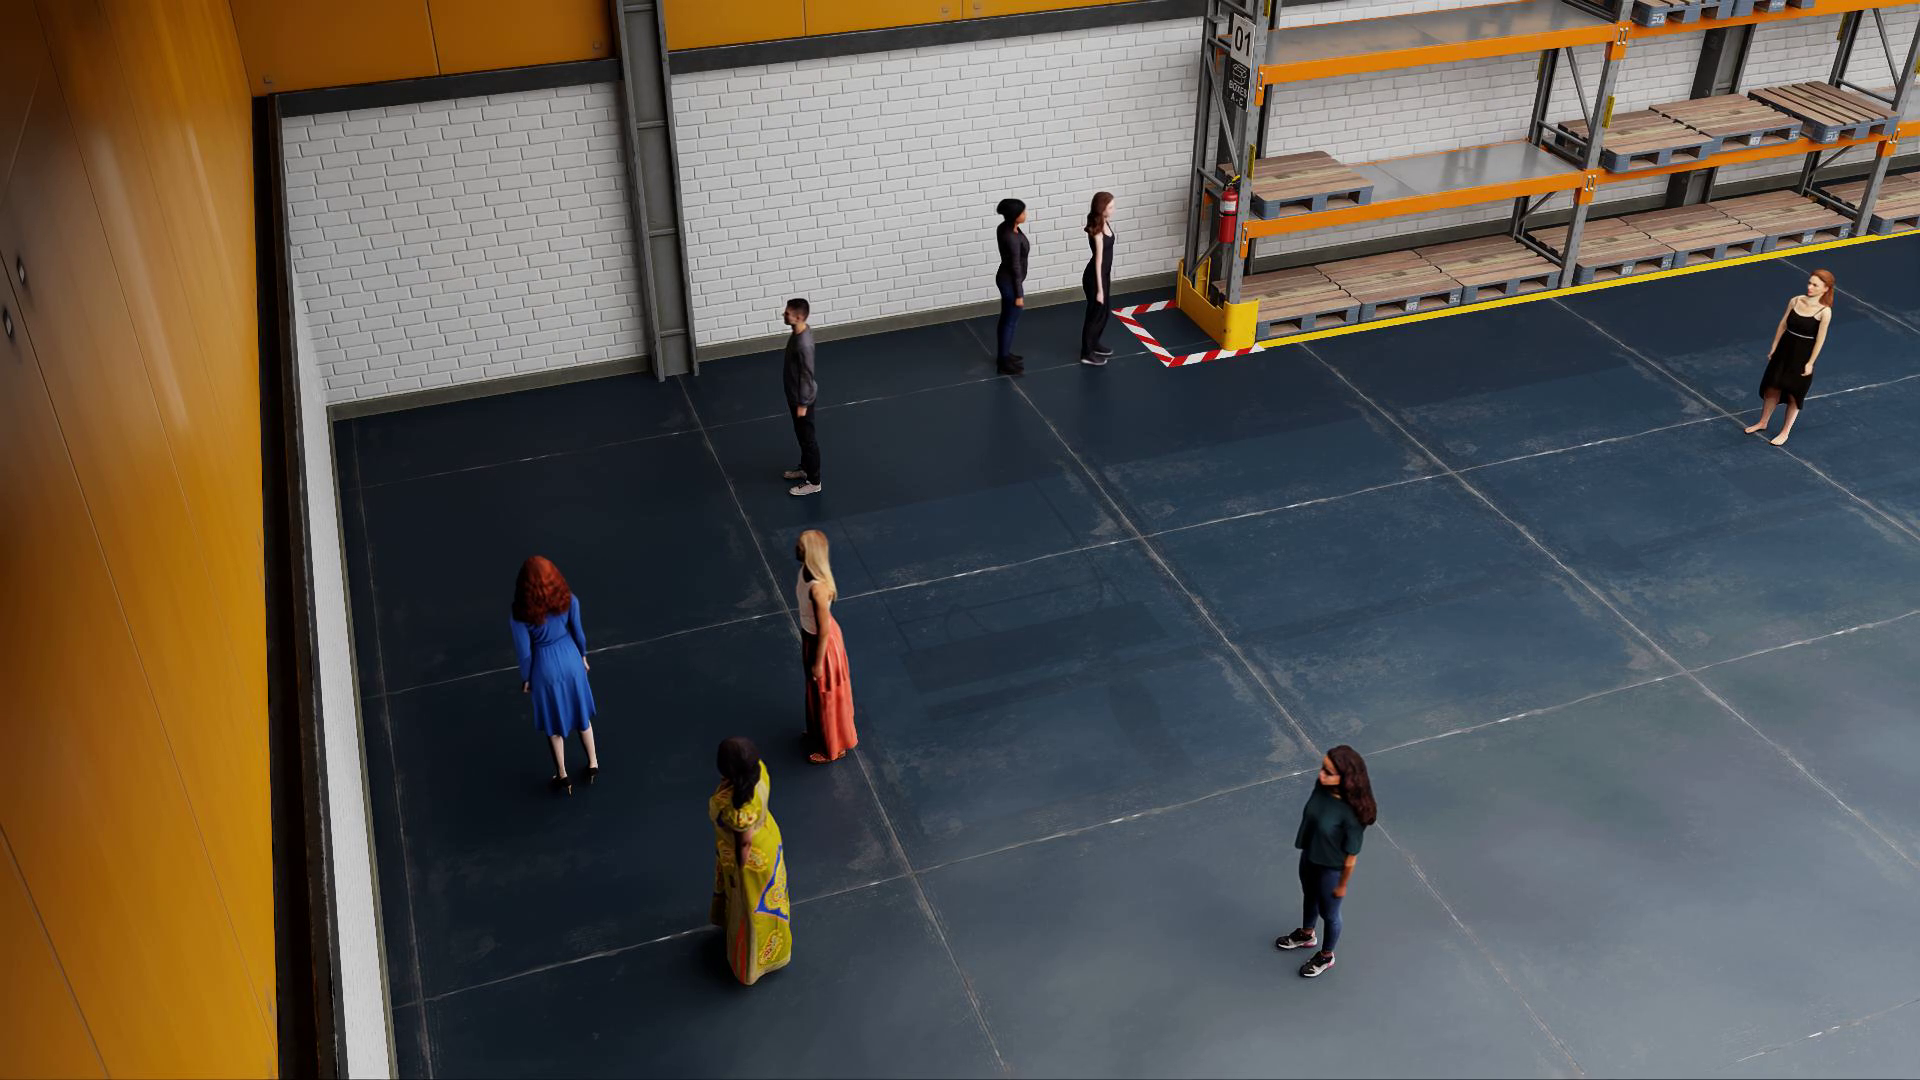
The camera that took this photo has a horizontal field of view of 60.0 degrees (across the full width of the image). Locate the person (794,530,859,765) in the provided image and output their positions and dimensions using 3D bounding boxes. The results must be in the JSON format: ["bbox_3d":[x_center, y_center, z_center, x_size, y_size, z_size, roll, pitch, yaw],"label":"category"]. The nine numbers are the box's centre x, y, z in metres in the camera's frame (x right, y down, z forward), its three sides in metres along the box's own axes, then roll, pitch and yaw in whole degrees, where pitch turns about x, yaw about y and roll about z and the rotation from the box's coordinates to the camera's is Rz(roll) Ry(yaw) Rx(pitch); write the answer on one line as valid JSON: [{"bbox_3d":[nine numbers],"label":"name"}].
[{"bbox_3d":[-0.917,0.697,10.976,0.609,1.802,0.656,-7,34,-11],"label":"person"}]

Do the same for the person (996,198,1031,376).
[{"bbox_3d":[0.463,-2.392,15.673,0.596,1.748,0.658,-5,34,-8],"label":"person"}]

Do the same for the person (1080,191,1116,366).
[{"bbox_3d":[1.297,-2.500,15.842,0.705,1.740,0.683,7,34,11],"label":"person"}]

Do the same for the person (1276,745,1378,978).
[{"bbox_3d":[2.099,1.812,9.465,0.567,1.616,0.581,-12,35,-17],"label":"person"}]

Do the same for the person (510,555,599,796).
[{"bbox_3d":[-2.592,0.879,10.679,0.560,1.828,0.706,-17,37,-24],"label":"person"}]

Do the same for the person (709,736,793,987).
[{"bbox_3d":[-1.208,1.770,9.490,0.938,1.660,0.967,1,34,1],"label":"person"}]

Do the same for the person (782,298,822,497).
[{"bbox_3d":[-1.320,-1.214,13.887,0.574,1.761,0.637,-7,34,-11],"label":"person"}]

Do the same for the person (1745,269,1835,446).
[{"bbox_3d":[7.354,-1.623,14.626,0.636,1.625,0.621,-21,39,-28],"label":"person"}]
